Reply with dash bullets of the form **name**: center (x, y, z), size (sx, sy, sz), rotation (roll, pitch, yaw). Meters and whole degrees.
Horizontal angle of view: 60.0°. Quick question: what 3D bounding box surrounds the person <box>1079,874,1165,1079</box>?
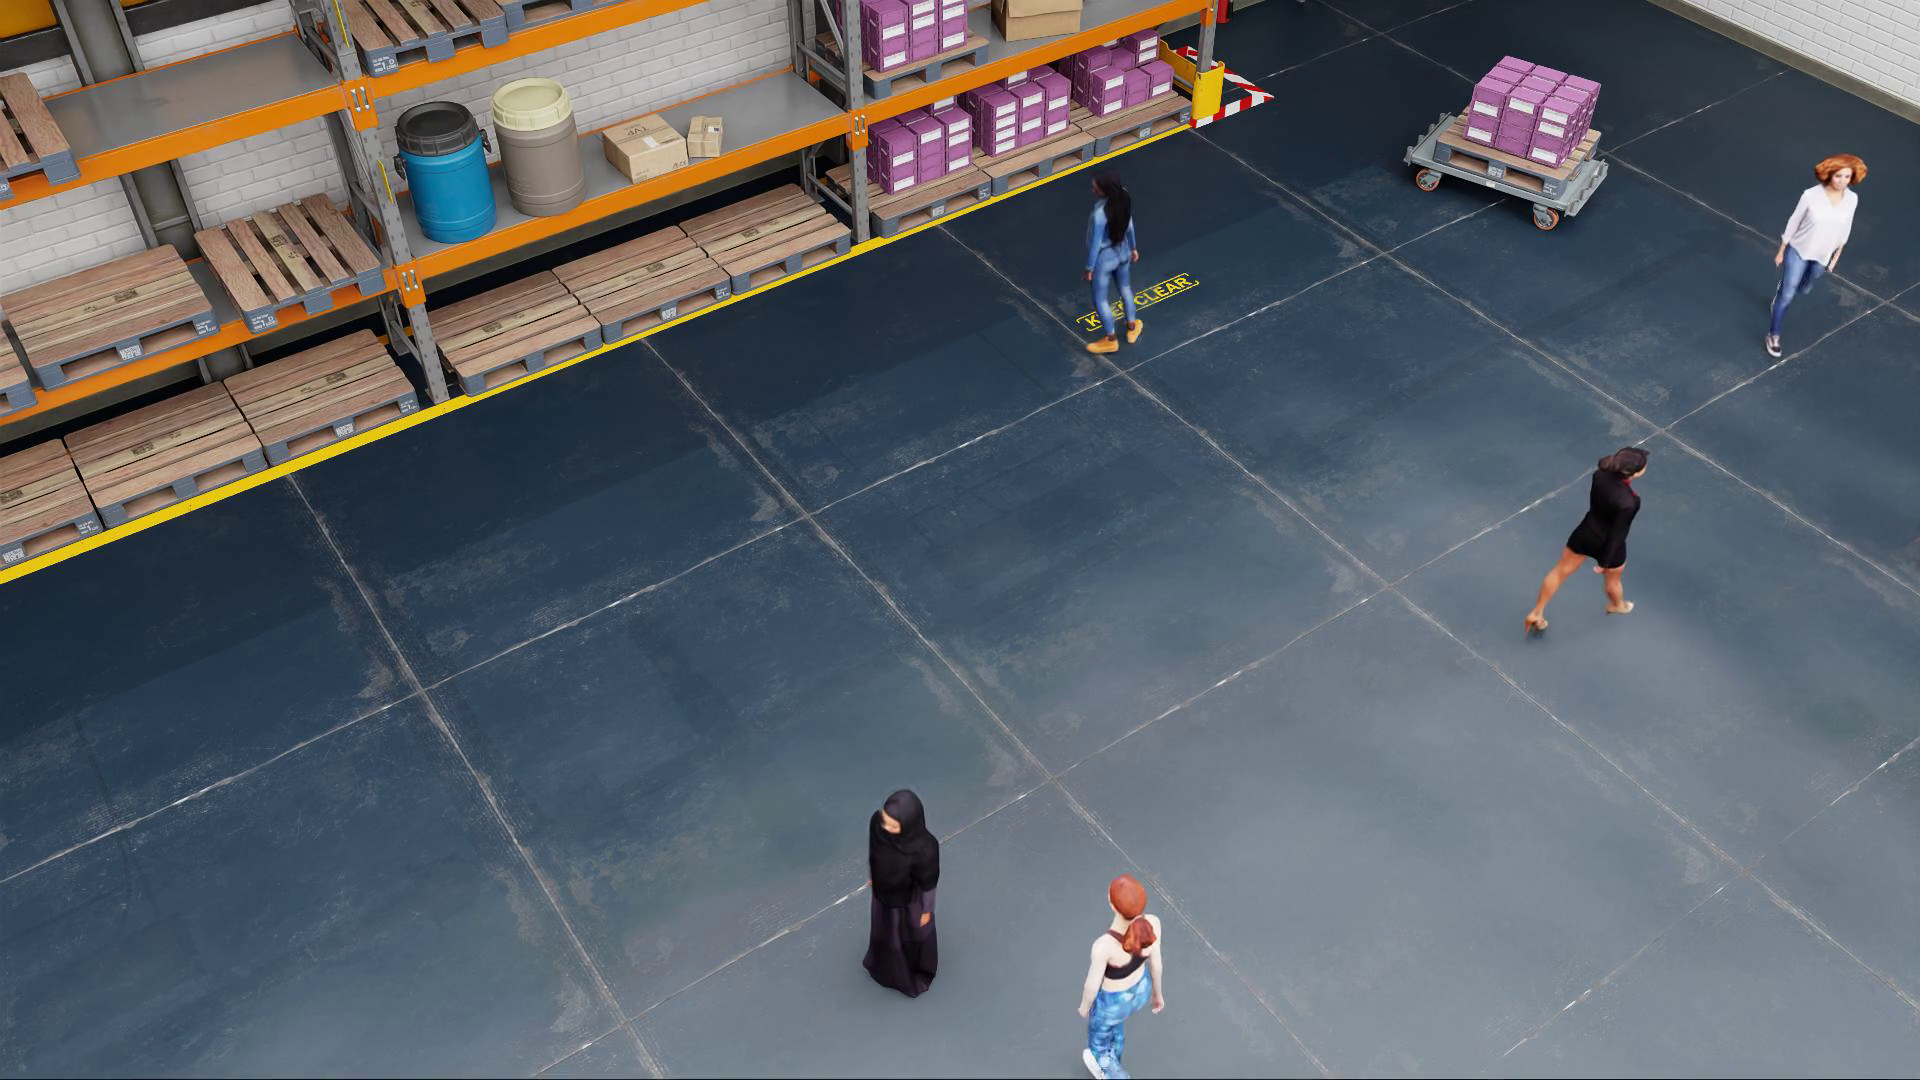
- **person**: center (0.854, 2.388, 8.358), size (0.847, 1.760, 0.616), rotation (-27, 50, -26)

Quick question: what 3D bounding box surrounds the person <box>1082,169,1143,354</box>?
- **person**: center (1.264, -2.233, 13.260), size (0.638, 1.689, 0.921), rotation (-30, 51, -28)

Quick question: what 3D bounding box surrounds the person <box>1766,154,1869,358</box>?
- **person**: center (6.834, -2.374, 13.410), size (1.052, 1.686, 1.105), rotation (6, 44, 7)

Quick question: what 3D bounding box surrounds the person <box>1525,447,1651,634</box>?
- **person**: center (4.113, 0.052, 10.930), size (1.069, 1.594, 0.698), rotation (-16, 46, -16)

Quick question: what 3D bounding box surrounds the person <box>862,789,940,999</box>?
- **person**: center (-0.306, 1.875, 9.002), size (0.663, 1.614, 0.668), rotation (30, 51, 27)
